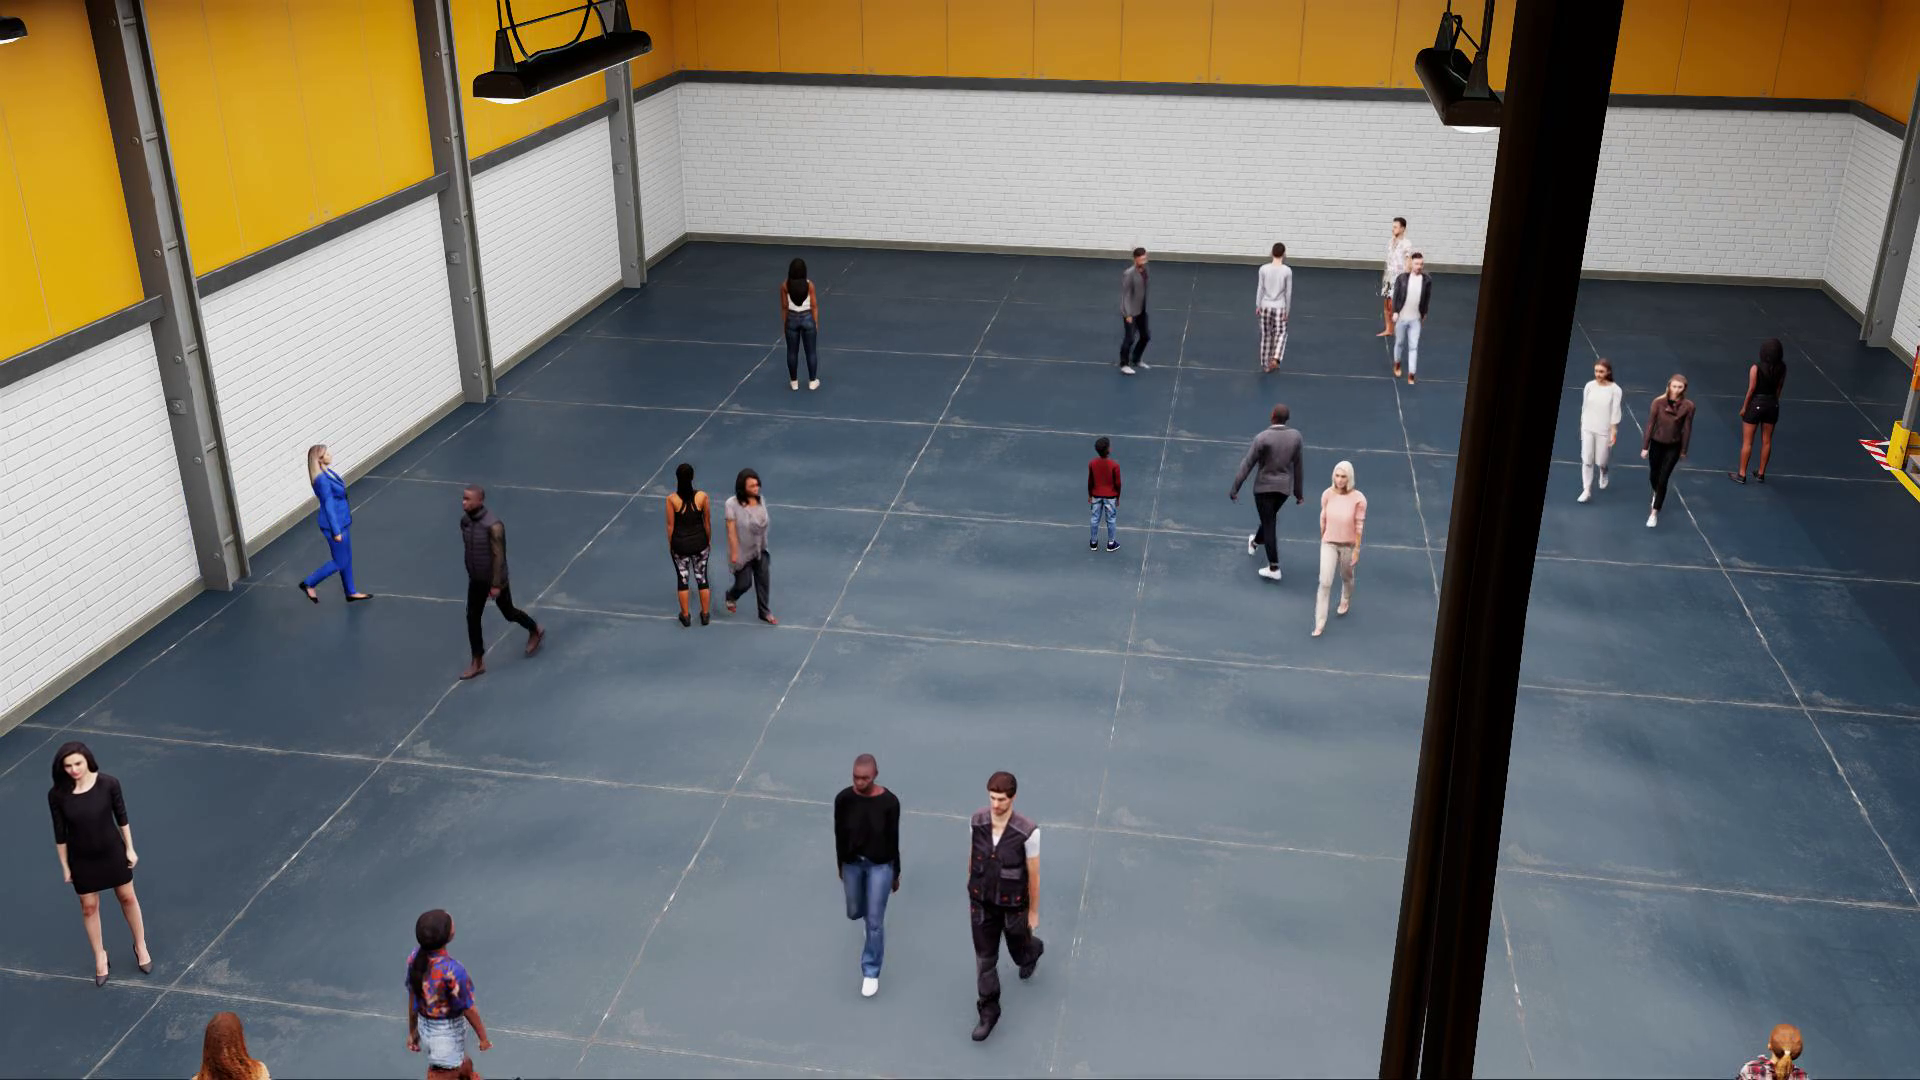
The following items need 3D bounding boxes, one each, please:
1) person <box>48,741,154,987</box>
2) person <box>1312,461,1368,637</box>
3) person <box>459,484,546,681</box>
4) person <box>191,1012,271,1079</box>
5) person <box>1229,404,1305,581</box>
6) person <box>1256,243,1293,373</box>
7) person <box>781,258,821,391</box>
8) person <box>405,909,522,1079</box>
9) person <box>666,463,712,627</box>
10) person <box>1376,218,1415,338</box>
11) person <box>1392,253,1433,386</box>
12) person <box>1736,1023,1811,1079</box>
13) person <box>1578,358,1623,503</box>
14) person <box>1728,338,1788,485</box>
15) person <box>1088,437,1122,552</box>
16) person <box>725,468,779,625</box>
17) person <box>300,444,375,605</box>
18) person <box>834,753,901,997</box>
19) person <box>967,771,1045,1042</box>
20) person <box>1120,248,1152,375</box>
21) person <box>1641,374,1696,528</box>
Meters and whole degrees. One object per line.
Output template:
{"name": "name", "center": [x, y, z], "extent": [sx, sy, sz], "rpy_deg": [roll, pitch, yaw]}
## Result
{"name": "person", "center": [-5.703, 2.121, 11.021], "extent": [0.660, 1.807, 0.676], "rpy_deg": [-10, 26, -23]}
{"name": "person", "center": [3.688, 0.033, 15.953], "extent": [0.782, 1.683, 1.179], "rpy_deg": [11, 26, 23]}
{"name": "person", "center": [-4.195, 0.345, 15.103], "extent": [0.974, 1.792, 1.296], "rpy_deg": [13, 27, 27]}
{"name": "person", "center": [-3.705, 3.233, 8.625], "extent": [0.915, 1.690, 1.048], "rpy_deg": [-12, 26, -26]}
{"name": "person", "center": [3.225, -0.448, 16.959], "extent": [1.150, 1.758, 1.304], "rpy_deg": [-7, 25, -15]}
{"name": "person", "center": [4.357, -3.205, 23.166], "extent": [0.657, 1.838, 0.708], "rpy_deg": [7, 24, 15]}
{"name": "person", "center": [-2.168, -2.934, 22.584], "extent": [0.663, 1.809, 0.632], "rpy_deg": [1, 24, 2]}
{"name": "person", "center": [-2.982, 2.903, 9.383], "extent": [0.902, 1.687, 1.242], "rpy_deg": [14, 27, 29]}
{"name": "person", "center": [-2.599, 0.031, 15.980], "extent": [0.647, 1.664, 0.658], "rpy_deg": [-8, 25, -17]}
{"name": "person", "center": [6.574, -3.906, 24.818], "extent": [0.918, 1.800, 0.851], "rpy_deg": [-11, 26, -23]}
{"name": "person", "center": [6.158, -3.078, 22.924], "extent": [0.673, 1.800, 1.098], "rpy_deg": [3, 24, 8]}
{"name": "person", "center": [4.400, 3.244, 9.105], "extent": [0.530, 1.284, 0.875], "rpy_deg": [4, 24, 8]}
{"name": "person", "center": [7.293, -1.267, 18.939], "extent": [0.826, 1.673, 0.943], "rpy_deg": [17, 29, 34]}
{"name": "person", "center": [9.350, -1.511, 19.409], "extent": [0.662, 1.743, 0.625], "rpy_deg": [-3, 24, -7]}
{"name": "person", "center": [1.530, -0.488, 17.681], "extent": [0.526, 1.253, 0.510], "rpy_deg": [7, 25, 16]}
{"name": "person", "center": [-2.078, 0.050, 16.024], "extent": [0.943, 1.594, 0.899], "rpy_deg": [21, 31, 40]}
{"name": "person", "center": [-6.220, -0.113, 16.280], "extent": [0.932, 1.689, 0.948], "rpy_deg": [-8, 25, -17]}
{"name": "person", "center": [-0.595, 2.137, 11.076], "extent": [0.610, 1.733, 0.930], "rpy_deg": [3, 24, 6]}
{"name": "person", "center": [0.306, 2.264, 10.672], "extent": [0.814, 1.824, 1.139], "rpy_deg": [10, 25, 21]}
{"name": "person", "center": [2.417, -3.192, 23.149], "extent": [0.915, 1.828, 0.840], "rpy_deg": [17, 29, 33]}
{"name": "person", "center": [7.810, -1.032, 18.410], "extent": [0.876, 1.667, 1.193], "rpy_deg": [13, 27, 27]}
